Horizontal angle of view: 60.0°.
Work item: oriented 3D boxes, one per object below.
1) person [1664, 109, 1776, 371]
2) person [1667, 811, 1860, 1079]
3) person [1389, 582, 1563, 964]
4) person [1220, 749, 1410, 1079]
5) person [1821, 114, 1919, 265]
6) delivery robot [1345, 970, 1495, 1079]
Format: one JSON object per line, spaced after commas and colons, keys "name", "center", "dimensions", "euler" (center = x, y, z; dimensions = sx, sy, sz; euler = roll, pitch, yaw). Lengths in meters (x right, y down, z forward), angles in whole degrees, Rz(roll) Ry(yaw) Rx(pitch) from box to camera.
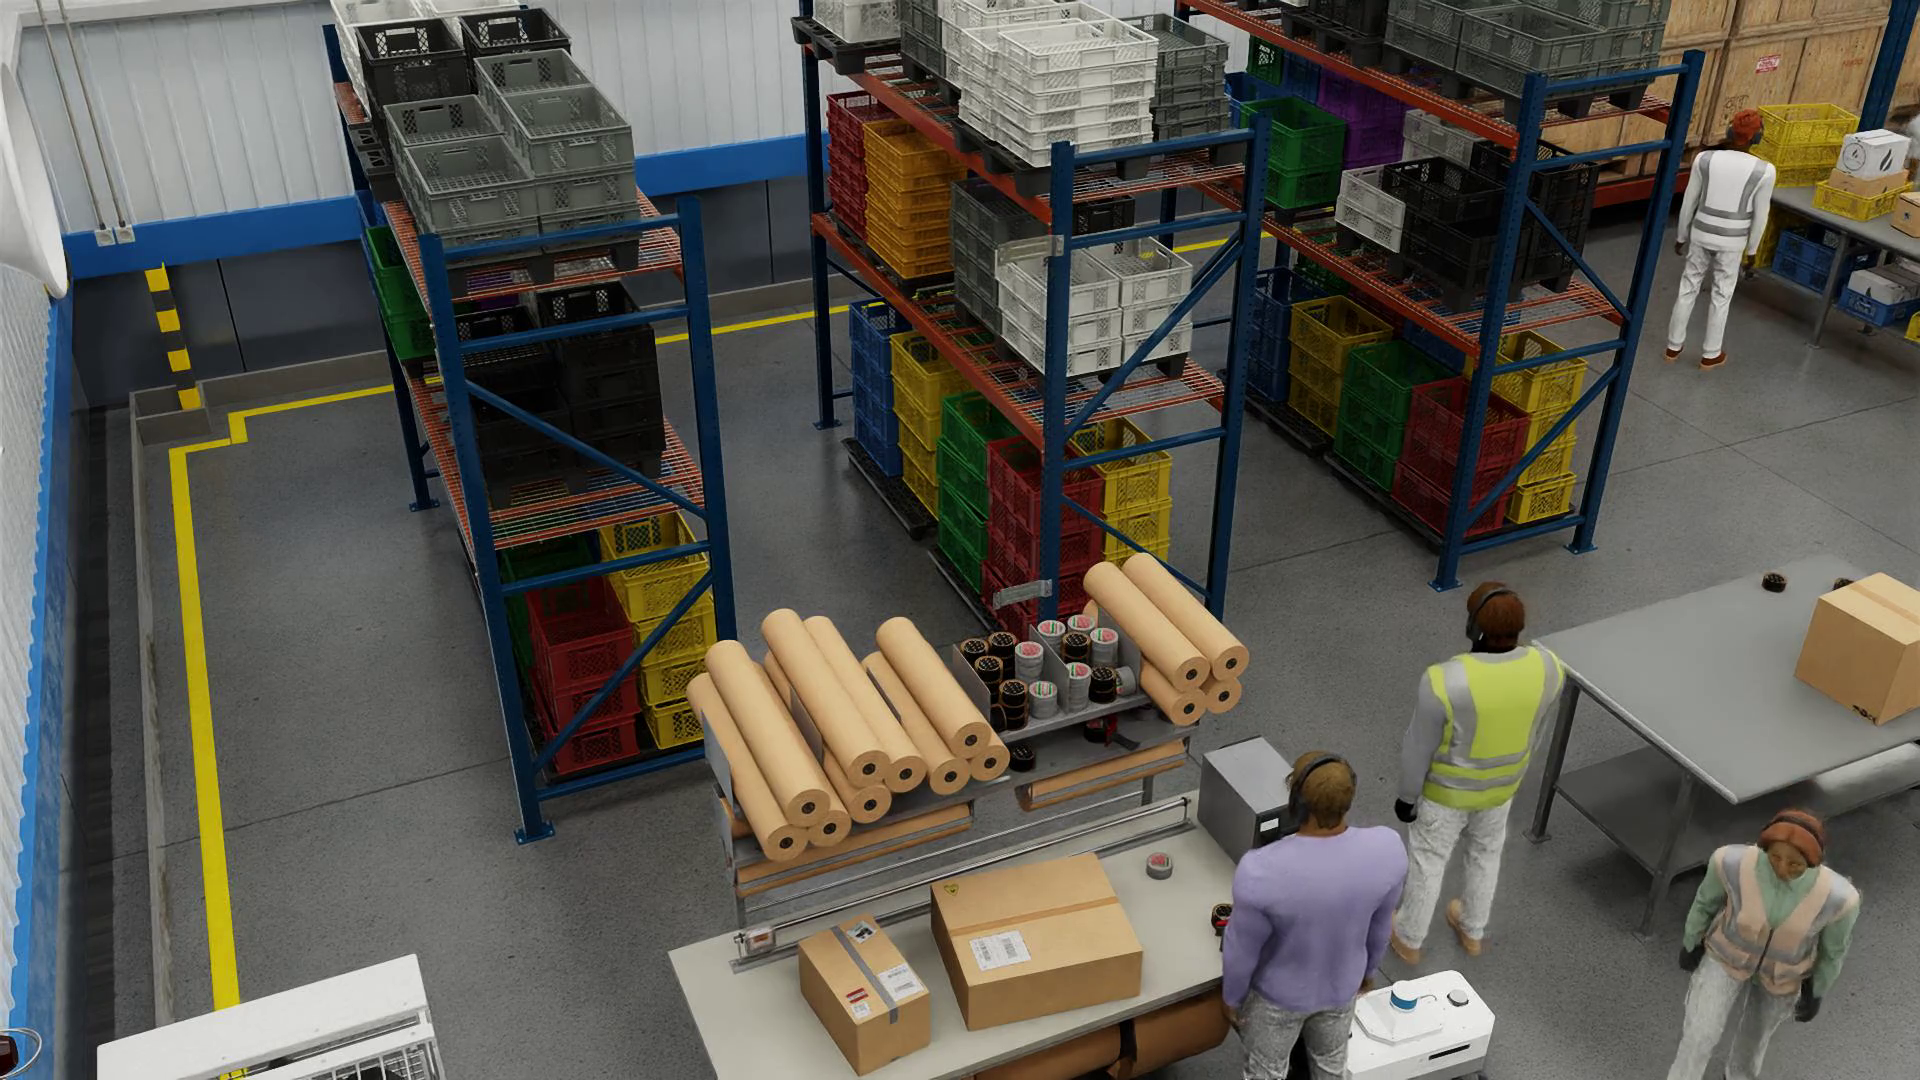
{"name": "person", "center": [5.416, -2.136, 11.884], "dimensions": [0.574, 1.887, 0.361], "euler": [23, 39, 33]}
{"name": "person", "center": [2.911, 1.585, 6.110], "dimensions": [0.516, 1.595, 0.591], "euler": [15, 35, 22]}
{"name": "person", "center": [2.088, 0.983, 6.874], "dimensions": [0.633, 1.835, 0.429], "euler": [-8, 33, -13]}
{"name": "person", "center": [1.209, 1.549, 5.865], "dimensions": [0.626, 1.931, 0.383], "euler": [-7, 32, -12]}
{"name": "person", "center": [7.233, -2.680, 12.807], "dimensions": [0.811, 1.846, 0.521], "euler": [26, 40, 36]}
{"name": "delivery robot", "center": [1.702, 1.921, 6.470], "dimensions": [0.707, 0.478, 0.477], "euler": [-10, 33, -16]}
